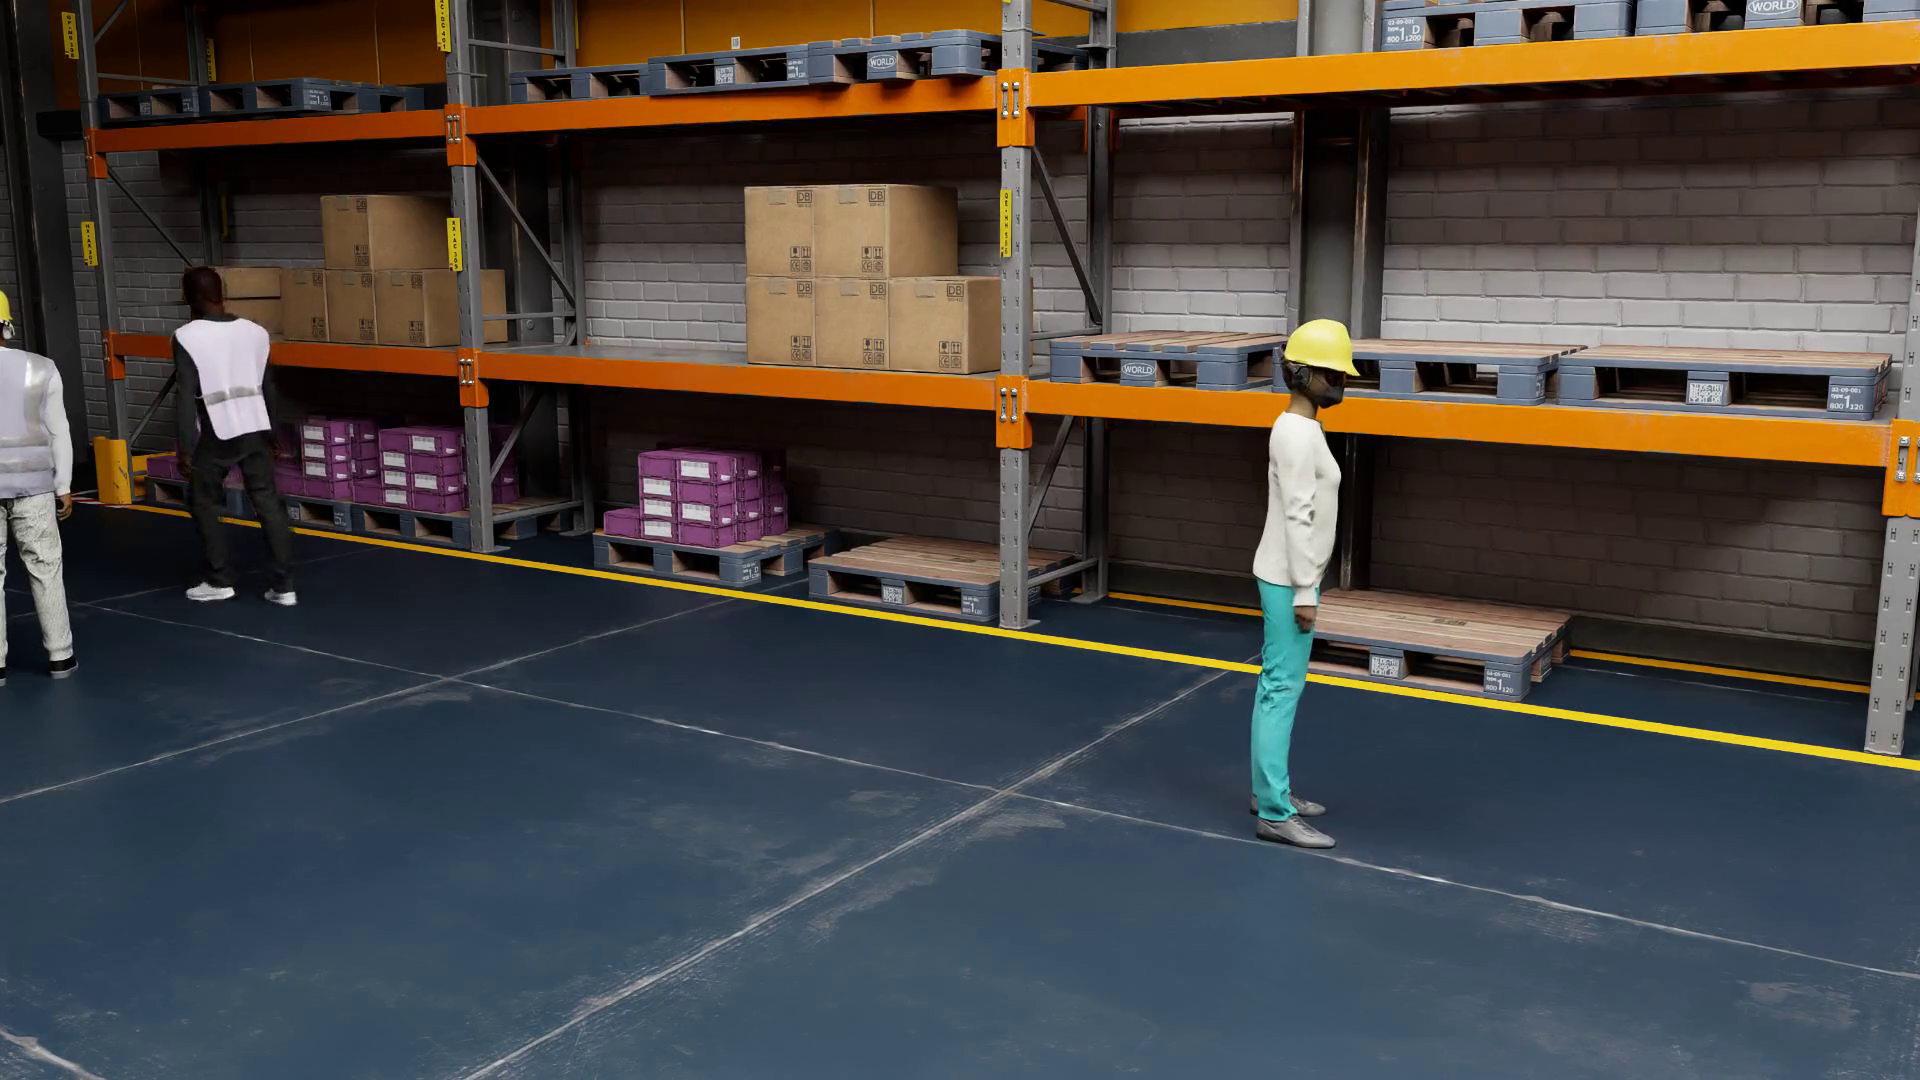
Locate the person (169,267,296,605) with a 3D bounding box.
[{"bbox_3d":[-4.078,-0.564,9.220,0.822,1.866,0.733,6,12,29],"label":"person"}]

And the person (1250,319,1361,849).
[{"bbox_3d":[1.156,0.142,5.624,0.328,1.762,0.523,2,10,9],"label":"person"}]

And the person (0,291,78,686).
[{"bbox_3d":[-4.362,-0.247,7.573,0.591,1.834,0.404,-6,12,-29],"label":"person"}]
